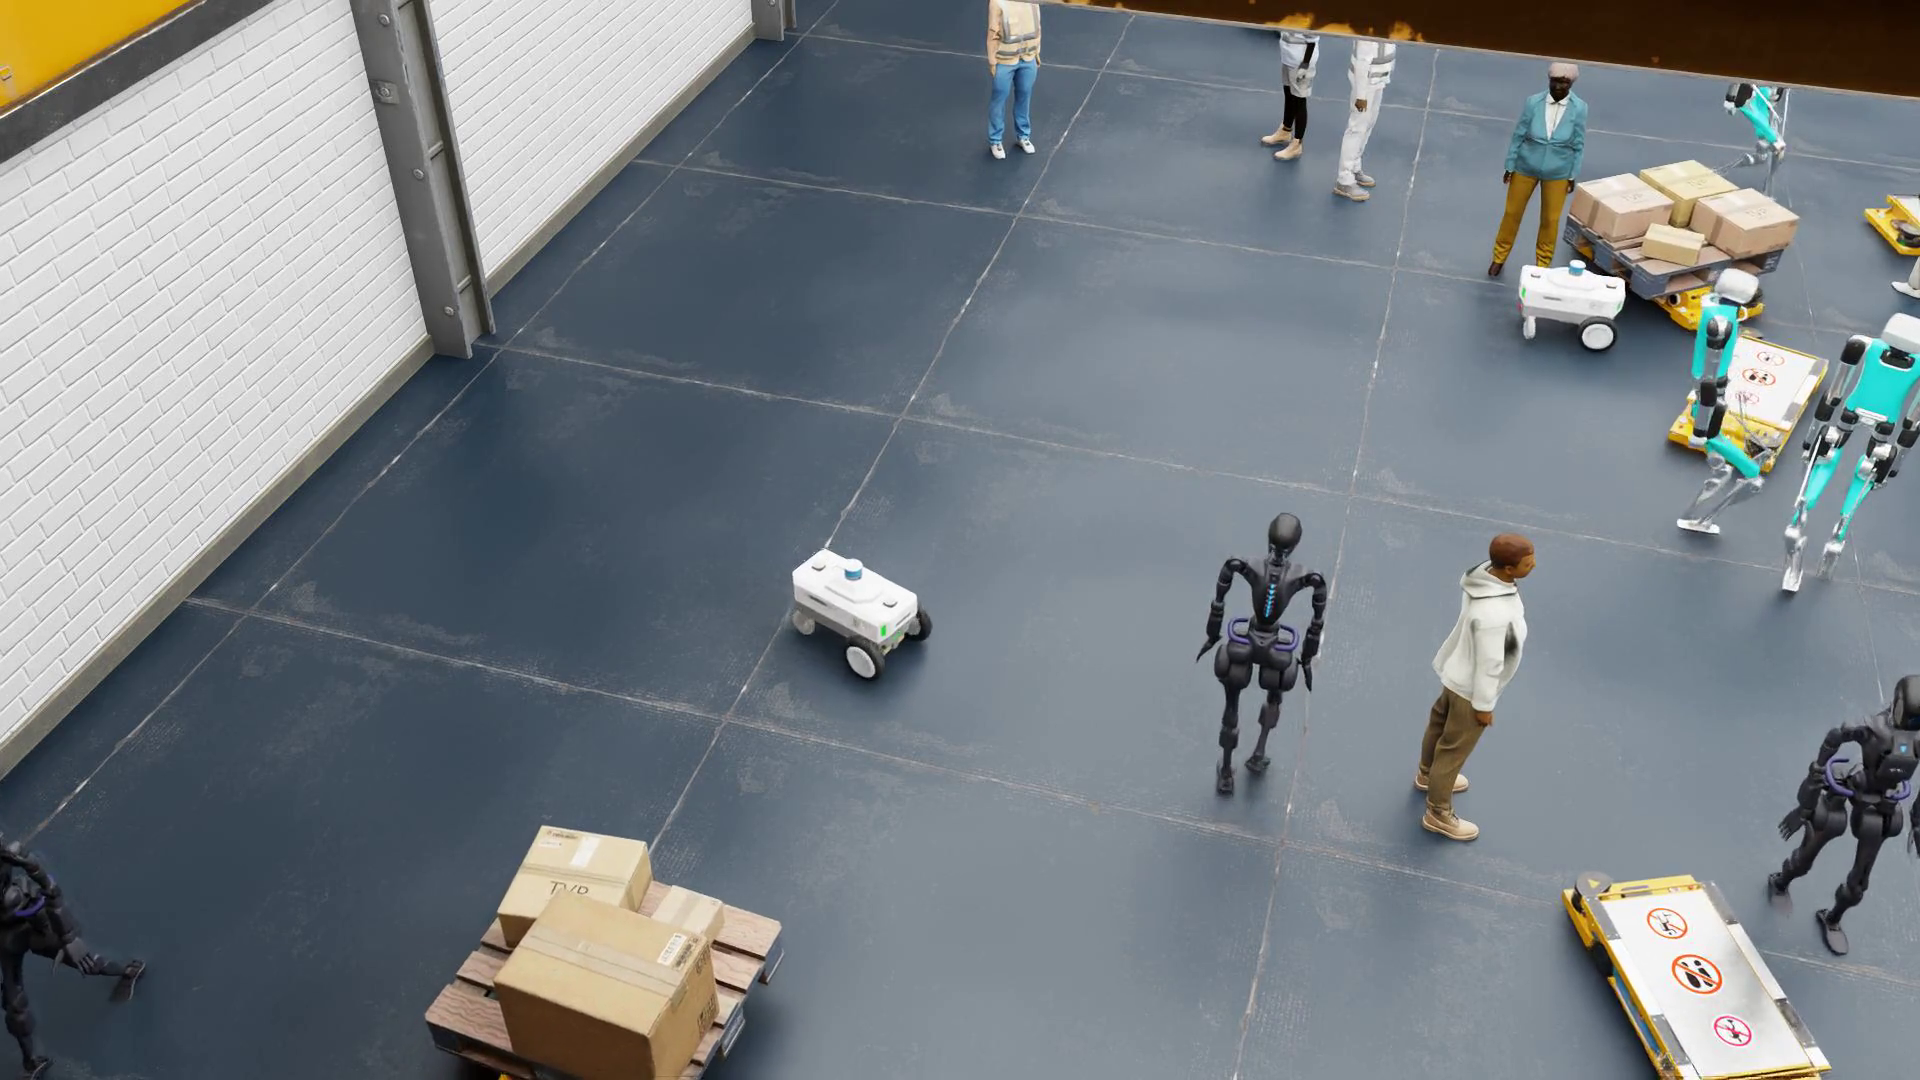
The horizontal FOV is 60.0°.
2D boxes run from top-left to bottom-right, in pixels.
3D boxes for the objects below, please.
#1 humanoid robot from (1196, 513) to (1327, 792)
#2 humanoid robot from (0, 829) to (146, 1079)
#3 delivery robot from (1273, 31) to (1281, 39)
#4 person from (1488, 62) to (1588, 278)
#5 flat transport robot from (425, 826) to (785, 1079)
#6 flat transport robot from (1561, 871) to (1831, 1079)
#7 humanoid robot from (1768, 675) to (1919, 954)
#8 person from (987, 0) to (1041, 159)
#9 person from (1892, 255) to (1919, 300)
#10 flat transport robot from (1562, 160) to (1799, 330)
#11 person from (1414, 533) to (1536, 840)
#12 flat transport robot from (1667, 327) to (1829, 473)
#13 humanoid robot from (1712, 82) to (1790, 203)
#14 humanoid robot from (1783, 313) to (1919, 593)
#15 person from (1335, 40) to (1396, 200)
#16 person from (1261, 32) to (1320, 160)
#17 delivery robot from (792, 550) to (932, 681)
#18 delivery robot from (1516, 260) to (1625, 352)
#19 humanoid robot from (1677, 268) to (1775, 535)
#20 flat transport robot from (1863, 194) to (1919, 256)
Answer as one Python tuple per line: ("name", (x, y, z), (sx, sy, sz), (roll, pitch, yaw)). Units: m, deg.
("humanoid robot", (1.458, 0.563, 8.181), (0.588, 1.650, 0.378), (8, 40, 10))
("humanoid robot", (-3.910, 1.585, 6.958), (0.600, 1.646, 0.766), (5, 39, 6))
("delivery robot", (3.182, -5.313, 16.383), (0.774, 0.592, 0.499), (-28, 47, -30))
("person", (4.253, -2.688, 12.172), (0.527, 1.745, 0.347), (14, 41, 17))
("flat transport robot", (-1.530, 2.118, 7.370), (0.659, 0.231, 1.431), (14, 41, 17))
("flat transport robot", (3.310, 2.072, 7.427), (0.659, 0.231, 1.431), (-5, 39, -7))
("humanoid robot", (4.023, 1.167, 7.444), (0.590, 1.643, 0.448), (5, 39, 6))
("person", (0.440, -4.035, 13.865), (0.481, 1.719, 0.376), (-18, 42, -21))
("person", (7.241, -2.507, 12.027), (0.522, 1.639, 0.304), (-11, 40, -13))
("flat transport robot", (5.314, -2.060, 12.567), (0.659, 0.231, 1.431), (-14, 41, -16))
("person", (2.439, 0.675, 7.969), (0.371, 1.767, 0.519), (5, 39, 6))
("flat transport robot", (5.338, -0.969, 11.209), (0.659, 0.231, 1.431), (24, 45, 27))
("humanoid robot", (6.465, -3.446, 13.166), (0.534, 1.776, 1.045), (-12, 40, -15))
("humanoid robot", (4.971, -0.367, 9.319), (0.552, 1.827, 0.715), (21, 43, 24))
("person", (3.279, -3.653, 13.266), (0.359, 1.886, 0.584), (20, 43, 23))
("person", (2.803, -4.011, 13.852), (0.322, 1.696, 0.534), (-5, 39, -7))
("delivery robot", (-0.569, 0.384, 9.311), (0.809, 0.611, 0.499), (25, 45, 28))
("delivery robot", (4.391, -1.703, 11.907), (0.783, 0.611, 0.506), (11, 40, 13))
("humanoid robot", (4.542, -0.690, 9.771), (0.761, 1.880, 0.530), (14, 41, 16))
("flat transport robot", (7.979, -2.478, 13.087), (1.431, 0.231, 0.659), (-1, 39, -1))
